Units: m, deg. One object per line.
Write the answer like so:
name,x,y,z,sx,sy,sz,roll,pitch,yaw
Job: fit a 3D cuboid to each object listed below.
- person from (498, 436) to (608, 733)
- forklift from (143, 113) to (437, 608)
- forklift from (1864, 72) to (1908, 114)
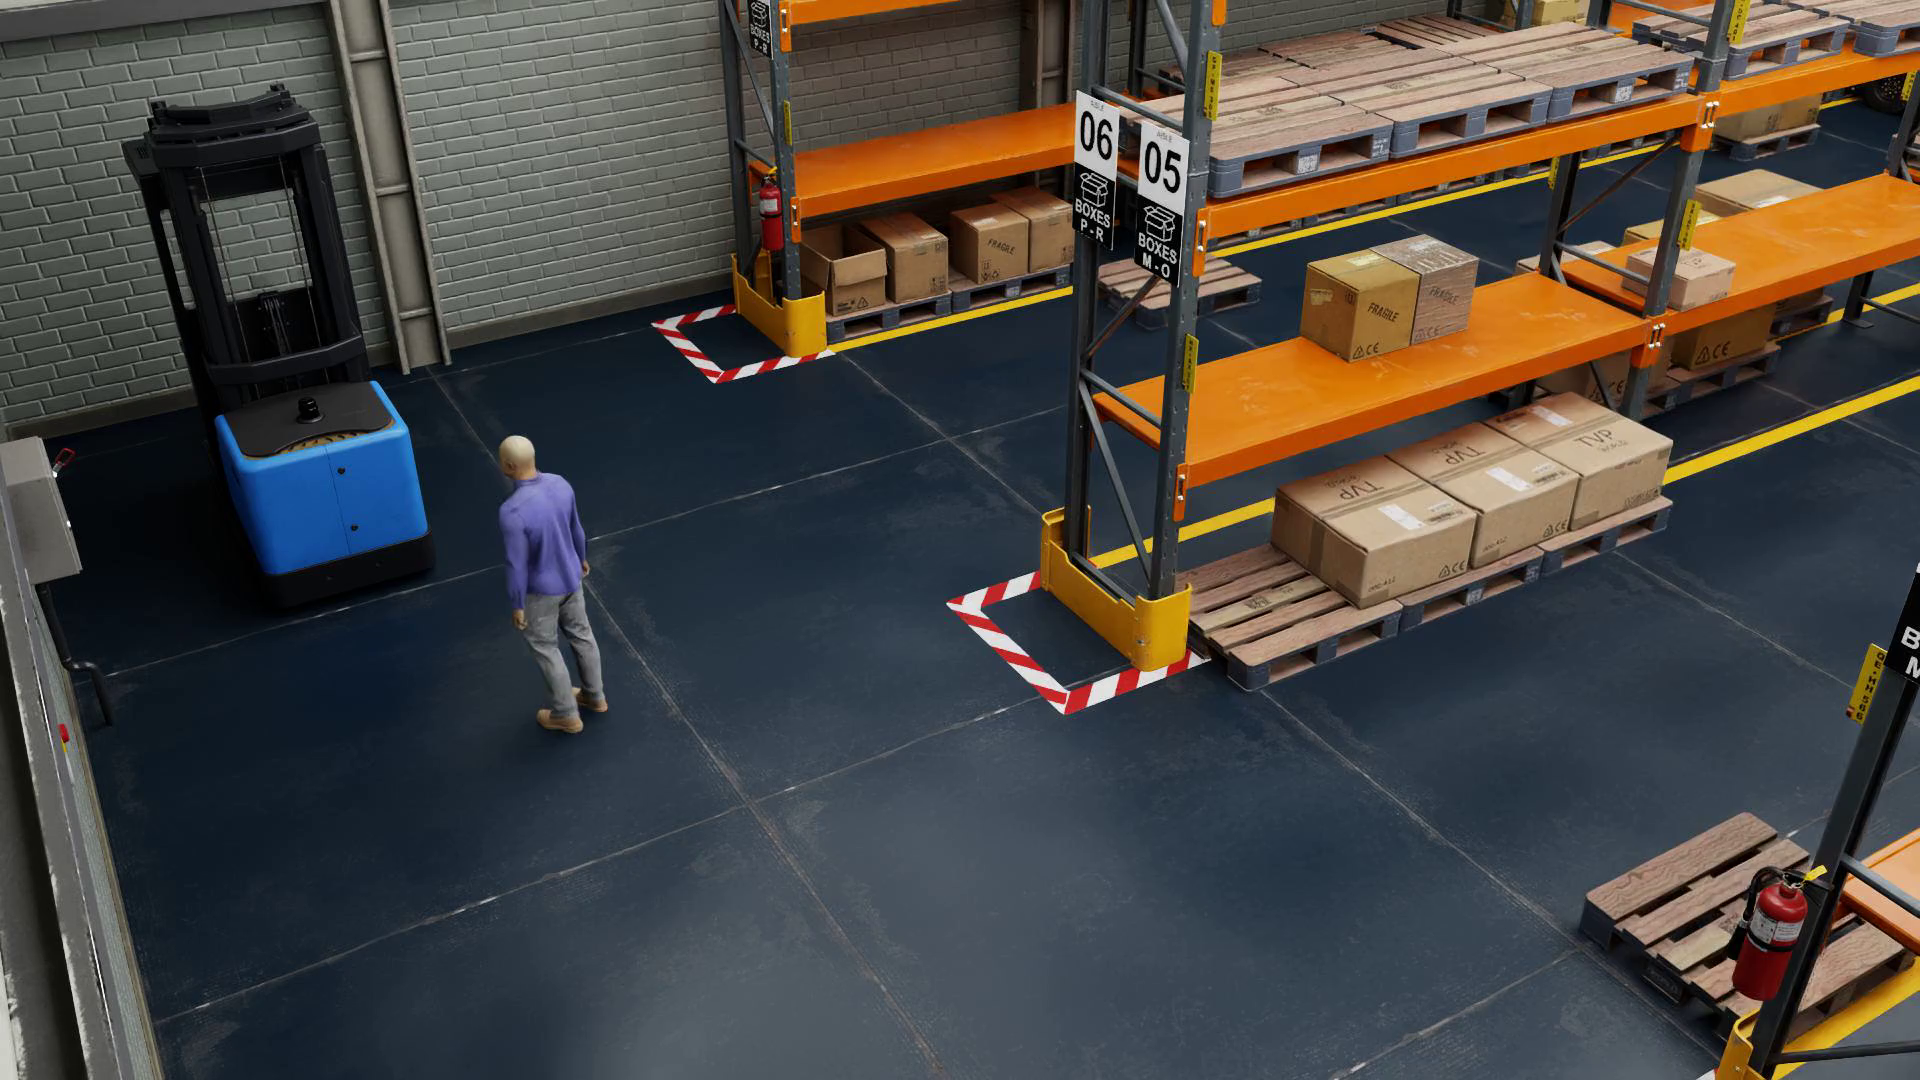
person,-2.233,0.244,9.116,0.426,1.781,0.636,18,36,26
forklift,-4.289,-1.259,10.509,1.129,2.768,1.873,-17,36,-26
forklift,11.468,-5.645,18.244,1.214,2.155,2.313,-17,36,-26
